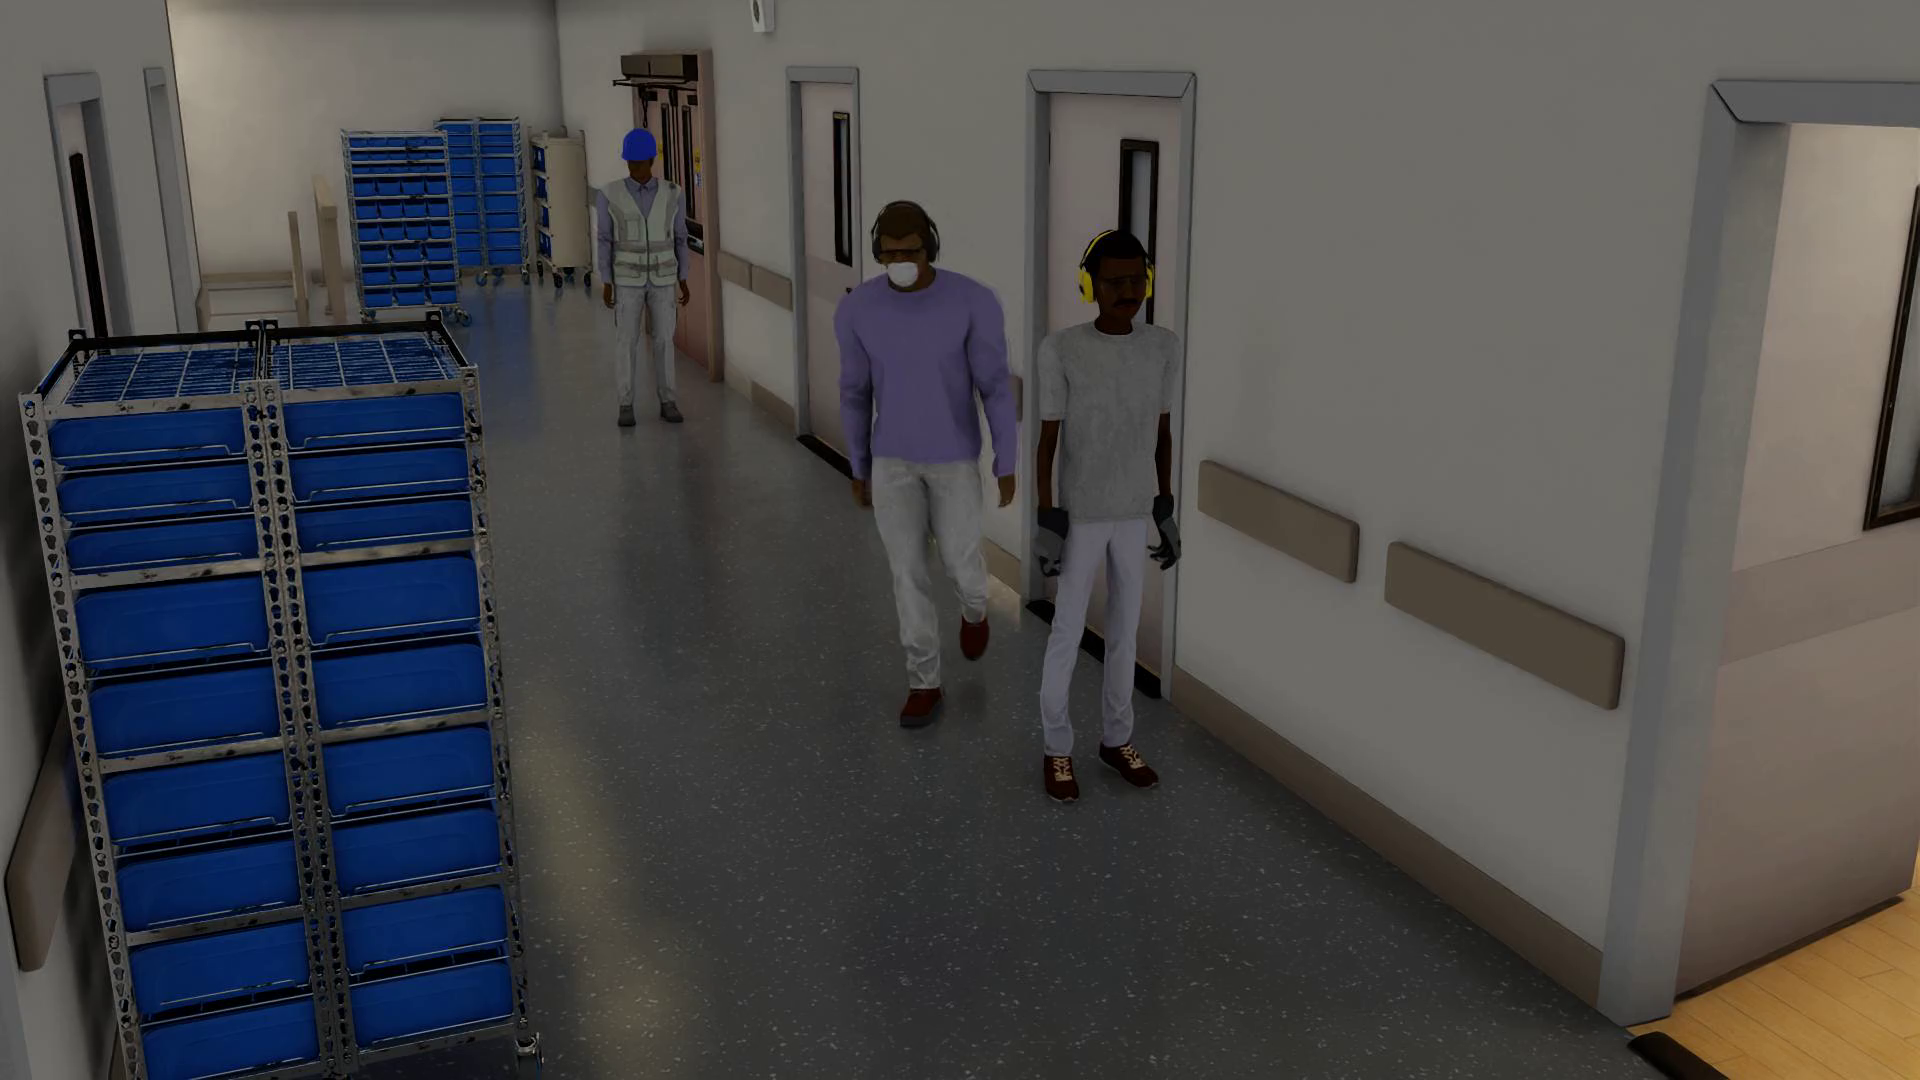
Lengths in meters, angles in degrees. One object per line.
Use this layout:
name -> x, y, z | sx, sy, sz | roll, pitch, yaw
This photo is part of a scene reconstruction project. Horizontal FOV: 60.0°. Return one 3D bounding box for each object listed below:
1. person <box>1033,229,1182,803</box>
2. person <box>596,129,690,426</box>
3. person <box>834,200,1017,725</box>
person -> 0.486, -0.069, 5.409 | 0.513, 1.867, 0.329 | -6, 17, -19
person -> -2.080, -1.727, 11.012 | 0.606, 1.940, 0.409 | -6, 17, -19
person -> -0.104, -0.308, 6.170 | 0.681, 1.907, 0.712 | 4, 17, 13
